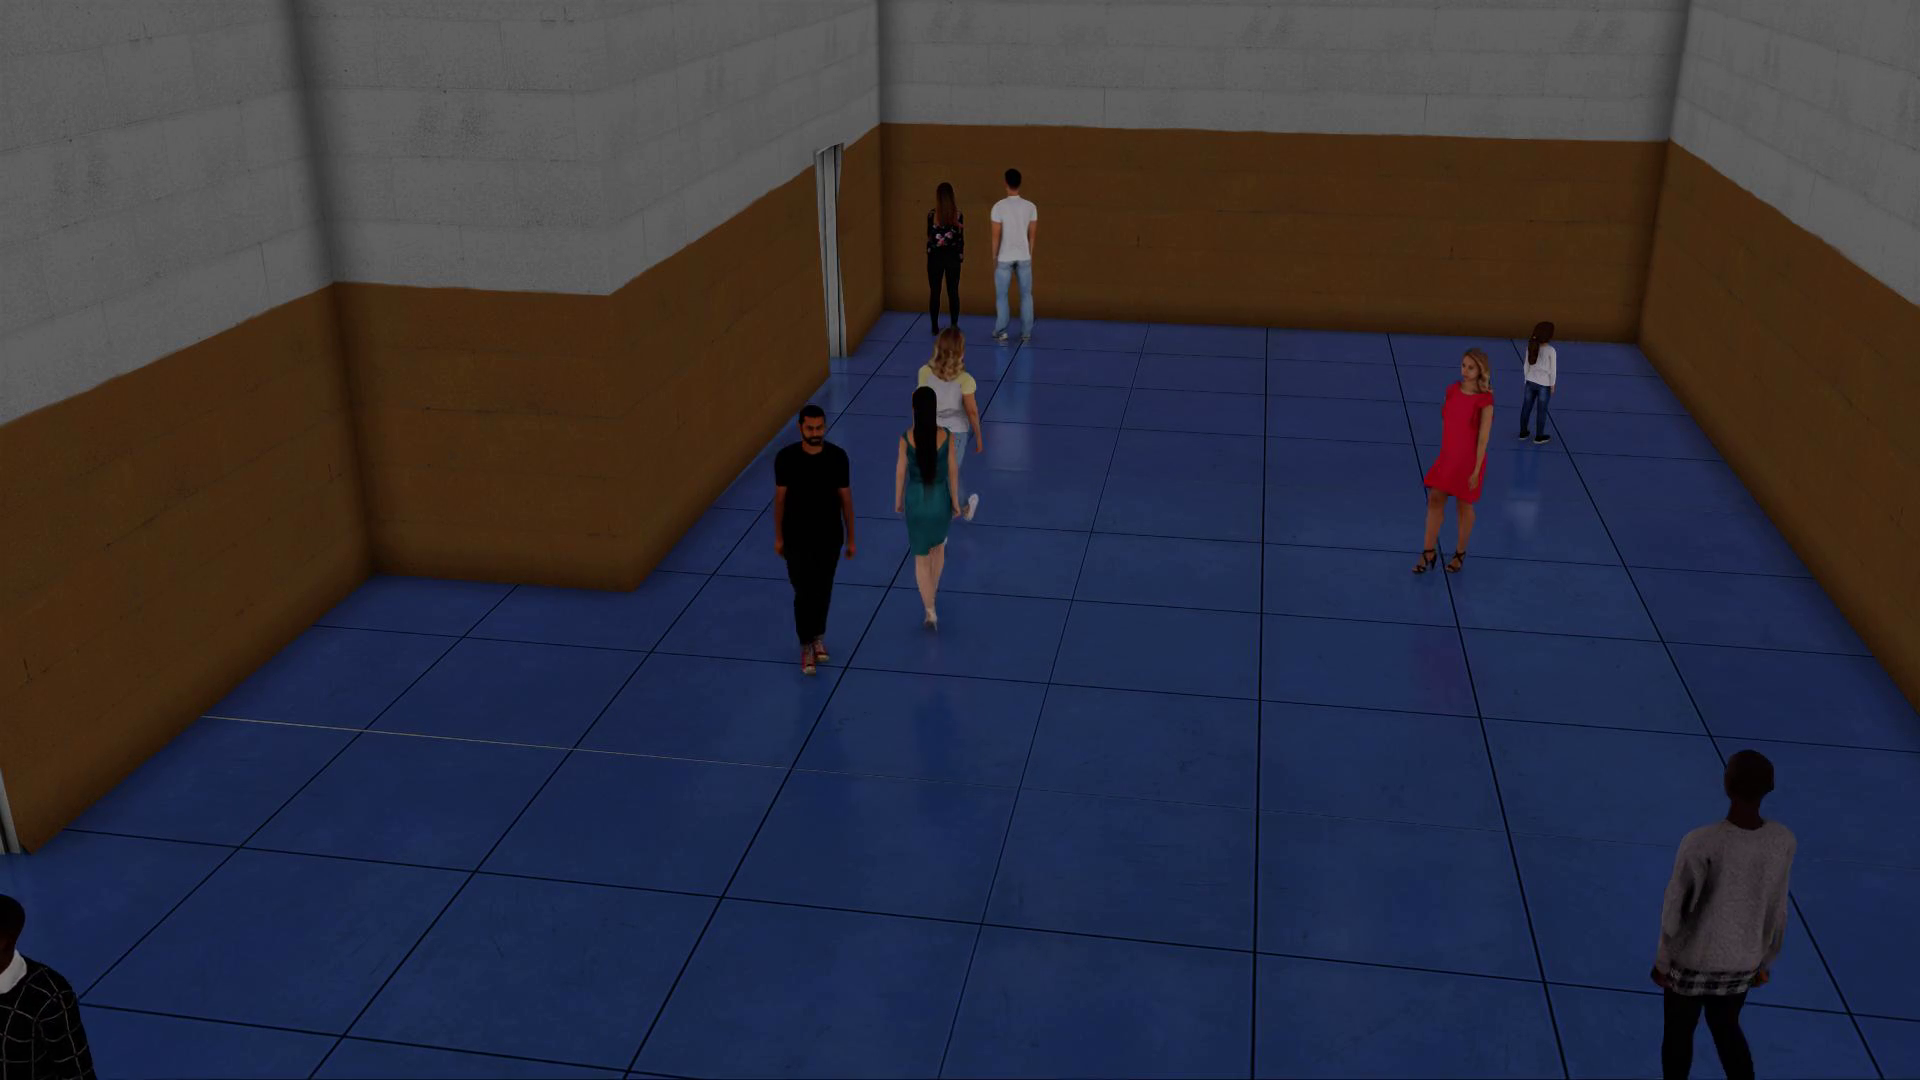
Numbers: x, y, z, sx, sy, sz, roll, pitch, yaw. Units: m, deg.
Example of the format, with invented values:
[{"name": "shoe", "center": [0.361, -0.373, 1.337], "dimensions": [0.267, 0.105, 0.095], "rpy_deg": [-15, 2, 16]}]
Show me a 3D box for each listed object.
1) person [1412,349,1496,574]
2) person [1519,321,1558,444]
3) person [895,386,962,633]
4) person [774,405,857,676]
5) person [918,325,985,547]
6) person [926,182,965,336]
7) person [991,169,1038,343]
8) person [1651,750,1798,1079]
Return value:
[{"name": "person", "center": [3.687, -0.579, 12.045], "dimensions": [0.836, 1.716, 0.777], "rpy_deg": [-15, 26, -33]}, {"name": "person", "center": [5.219, -1.439, 14.995], "dimensions": [0.525, 1.110, 0.593], "rpy_deg": [20, 29, 40]}, {"name": "person", "center": [-0.197, -0.174, 11.113], "dimensions": [0.854, 1.659, 0.813], "rpy_deg": [-4, 22, -10]}, {"name": "person", "center": [-0.957, -0.050, 10.687], "dimensions": [0.798, 1.746, 0.864], "rpy_deg": [-6, 23, -15]}, {"name": "person", "center": [-0.138, -0.712, 12.406], "dimensions": [1.145, 1.678, 0.980], "rpy_deg": [12, 25, 28]}, {"name": "person", "center": [-0.174, -3.105, 18.374], "dimensions": [0.510, 1.684, 0.665], "rpy_deg": [-1, 22, -2]}, {"name": "person", "center": [0.581, -3.097, 18.118], "dimensions": [0.647, 1.860, 0.805], "rpy_deg": [-5, 22, -12]}, {"name": "person", "center": [2.954, 1.660, 6.414], "dimensions": [0.924, 1.760, 0.840], "rpy_deg": [-2, 22, -6]}]
